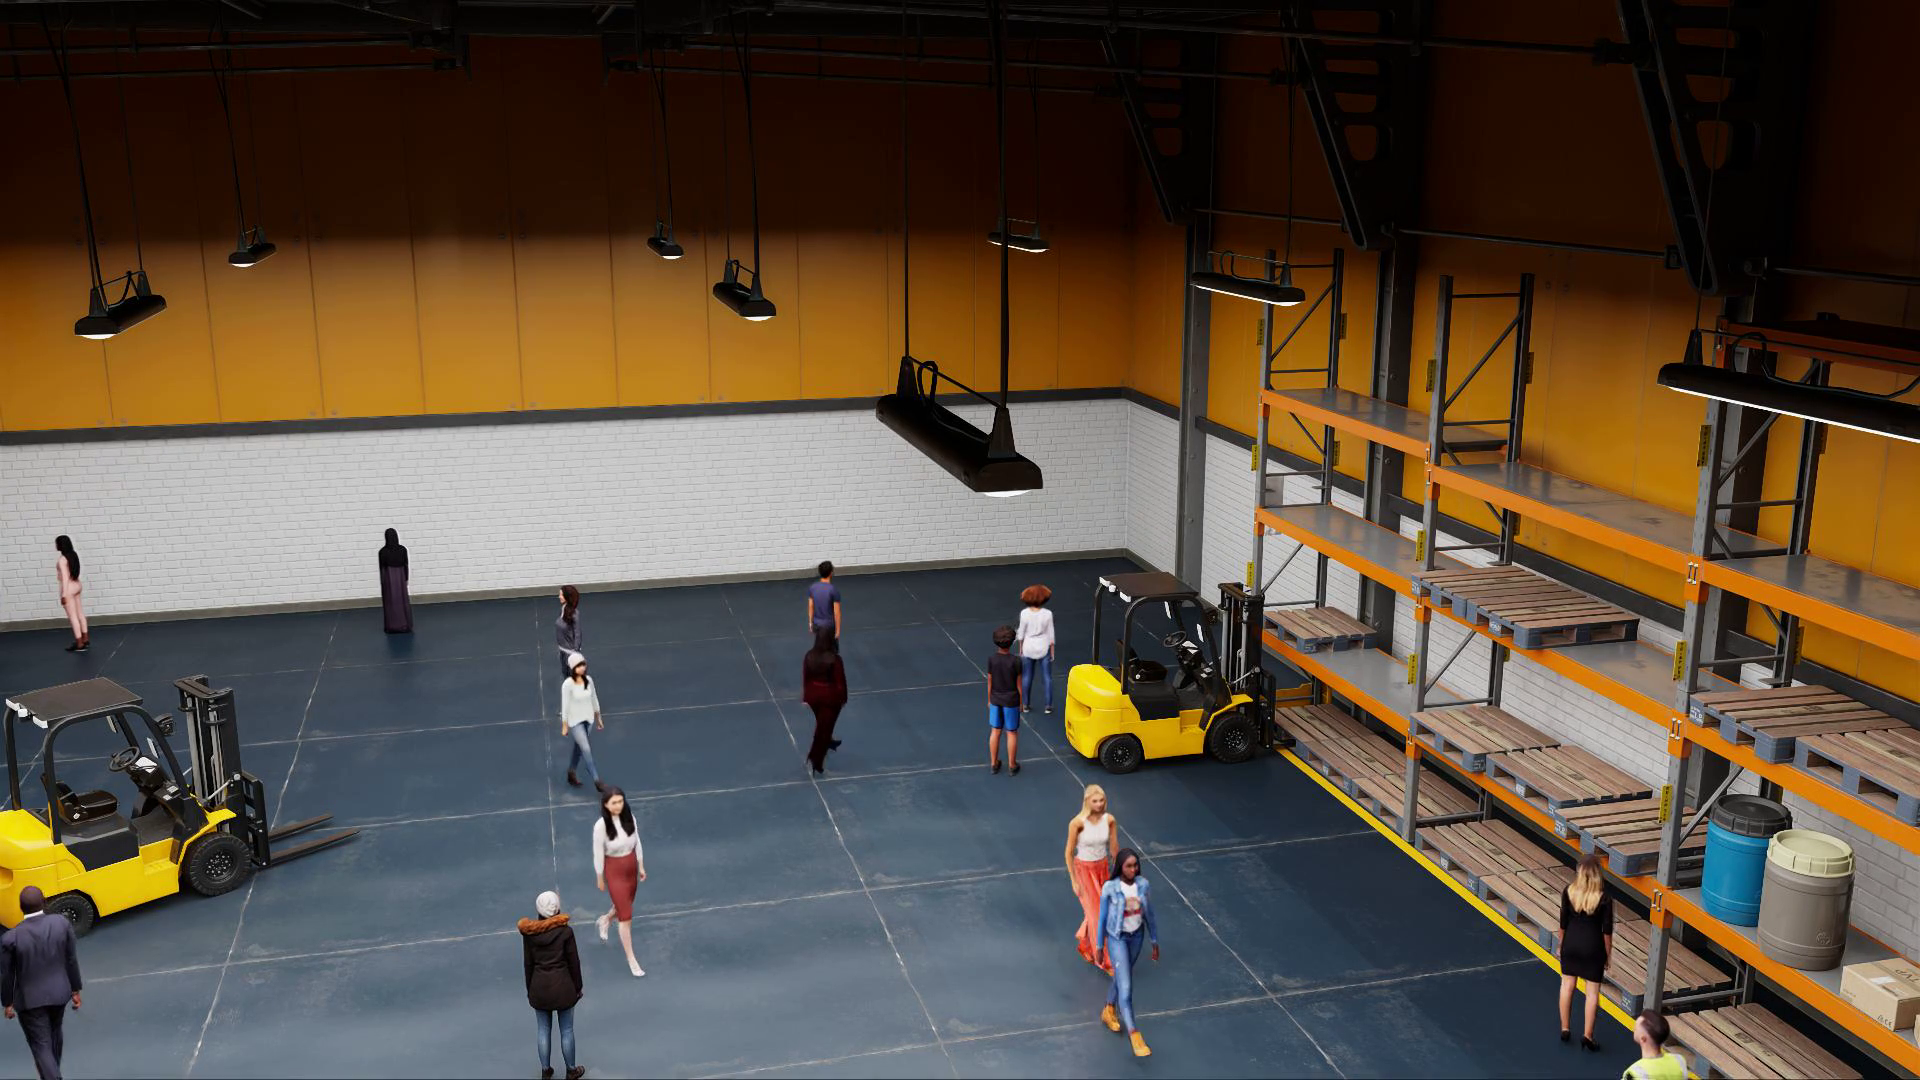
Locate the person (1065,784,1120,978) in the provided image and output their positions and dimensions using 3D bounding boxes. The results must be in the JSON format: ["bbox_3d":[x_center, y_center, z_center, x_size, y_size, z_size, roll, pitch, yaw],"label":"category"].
[{"bbox_3d":[1.182,3.025,14.882,0.801,1.757,0.984,-7,15,-26],"label":"person"}]

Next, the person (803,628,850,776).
[{"bbox_3d":[-1.628,1.929,19.528,1.146,1.702,1.220,7,15,26],"label":"person"}]

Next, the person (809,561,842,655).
[{"bbox_3d":[-1.875,1.187,22.430,0.934,1.776,1.013,6,15,24],"label":"person"}]

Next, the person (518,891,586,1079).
[{"bbox_3d":[-3.204,3.520,13.100,0.699,1.634,0.702,0,14,2],"label":"person"}]

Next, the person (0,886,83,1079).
[{"bbox_3d":[-6.983,3.533,12.697,1.305,1.798,1.099,12,18,42],"label":"person"}]

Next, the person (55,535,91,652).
[{"bbox_3d":[-12.982,0.766,24.291,0.718,1.720,0.516,-1,14,-4],"label":"person"}]

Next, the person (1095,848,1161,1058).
[{"bbox_3d":[1.317,3.329,13.791,0.770,1.679,1.148,-6,15,-24],"label":"person"}]

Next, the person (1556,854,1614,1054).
[{"bbox_3d":[5.109,3.373,13.616,0.632,1.676,0.701,10,17,36],"label":"person"}]

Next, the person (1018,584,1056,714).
[{"bbox_3d":[0.973,1.420,21.615,0.756,1.708,0.758,3,14,14],"label":"person"}]

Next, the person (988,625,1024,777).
[{"bbox_3d":[0.529,1.881,19.528,0.685,1.793,0.726,5,15,21],"label":"person"}]

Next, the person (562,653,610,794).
[{"bbox_3d":[-4.398,2.085,19.082,1.125,1.608,0.974,11,17,38],"label":"person"}]

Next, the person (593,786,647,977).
[{"bbox_3d":[-3.081,3.023,14.961,0.936,1.723,1.133,-13,19,-43],"label":"person"}]

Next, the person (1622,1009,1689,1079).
[{"bbox_3d":[4.488,3.943,10.907,0.772,1.844,0.775,-7,15,-26],"label":"person"}]

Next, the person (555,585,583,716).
[{"bbox_3d":[-5.021,1.431,21.441,0.746,1.768,0.612,-11,18,-39],"label":"person"}]

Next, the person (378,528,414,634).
[{"bbox_3d":[-8.575,0.604,25.181,0.676,1.615,0.701,-9,16,-32],"label":"person"}]
